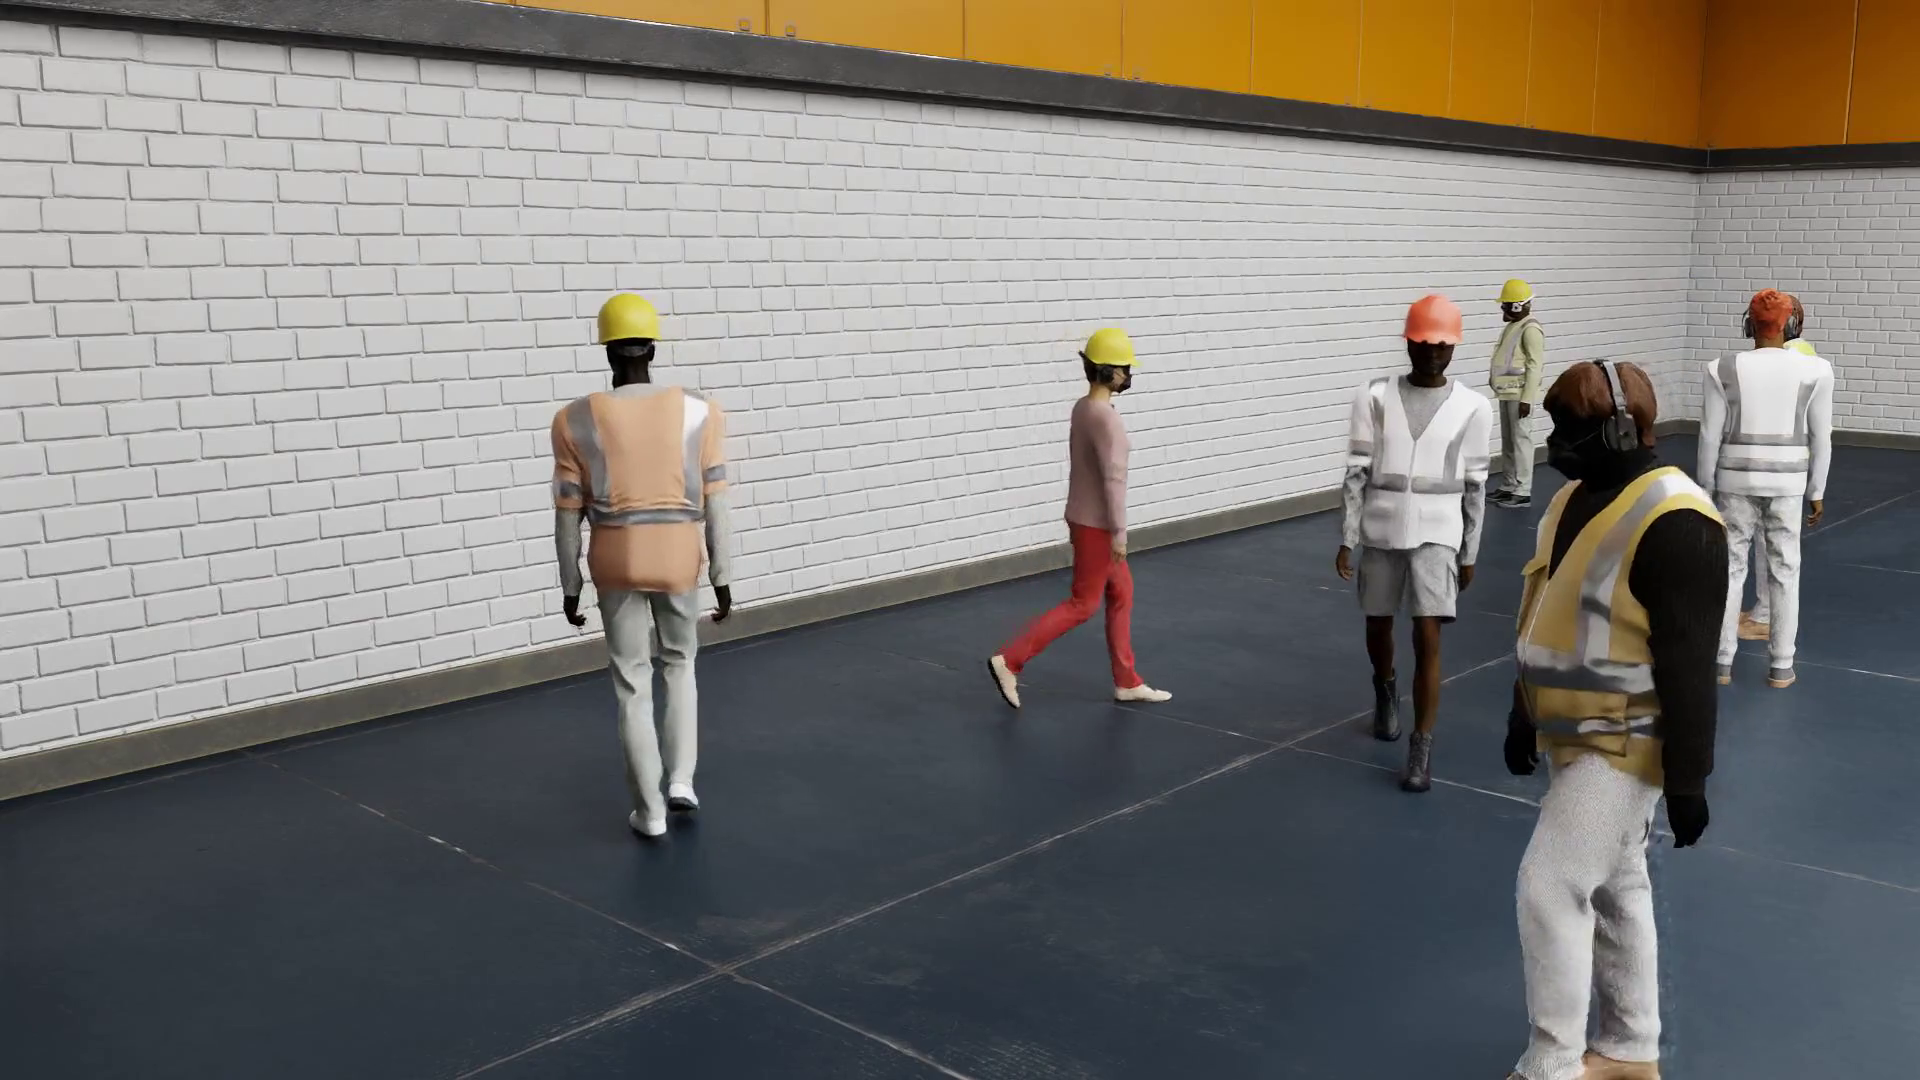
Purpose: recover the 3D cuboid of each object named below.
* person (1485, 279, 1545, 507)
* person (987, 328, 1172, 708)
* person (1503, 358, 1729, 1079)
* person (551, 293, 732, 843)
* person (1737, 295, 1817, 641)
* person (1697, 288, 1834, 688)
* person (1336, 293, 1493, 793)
[{"bbox_3d":[4.460,-1.174,13.378,0.404,1.825,0.592,0,10,0],"label":"person"},{"bbox_3d":[0.544,-0.082,7.440,0.816,1.734,0.525,-1,10,-8],"label":"person"},{"bbox_3d":[1.432,0.486,3.943,0.682,1.817,0.658,0,10,-2],"label":"person"},{"bbox_3d":[-1.121,0.100,5.848,0.598,1.912,0.481,-3,11,-19],"label":"person"},{"bbox_3d":[4.307,-0.383,8.845,0.430,1.840,0.621,7,12,34],"label":"person"},{"bbox_3d":[3.792,-0.239,7.883,0.572,1.887,0.354,4,11,21],"label":"person"},{"bbox_3d":[1.812,-0.031,6.645,0.560,1.909,0.897,4,11,21],"label":"person"}]
